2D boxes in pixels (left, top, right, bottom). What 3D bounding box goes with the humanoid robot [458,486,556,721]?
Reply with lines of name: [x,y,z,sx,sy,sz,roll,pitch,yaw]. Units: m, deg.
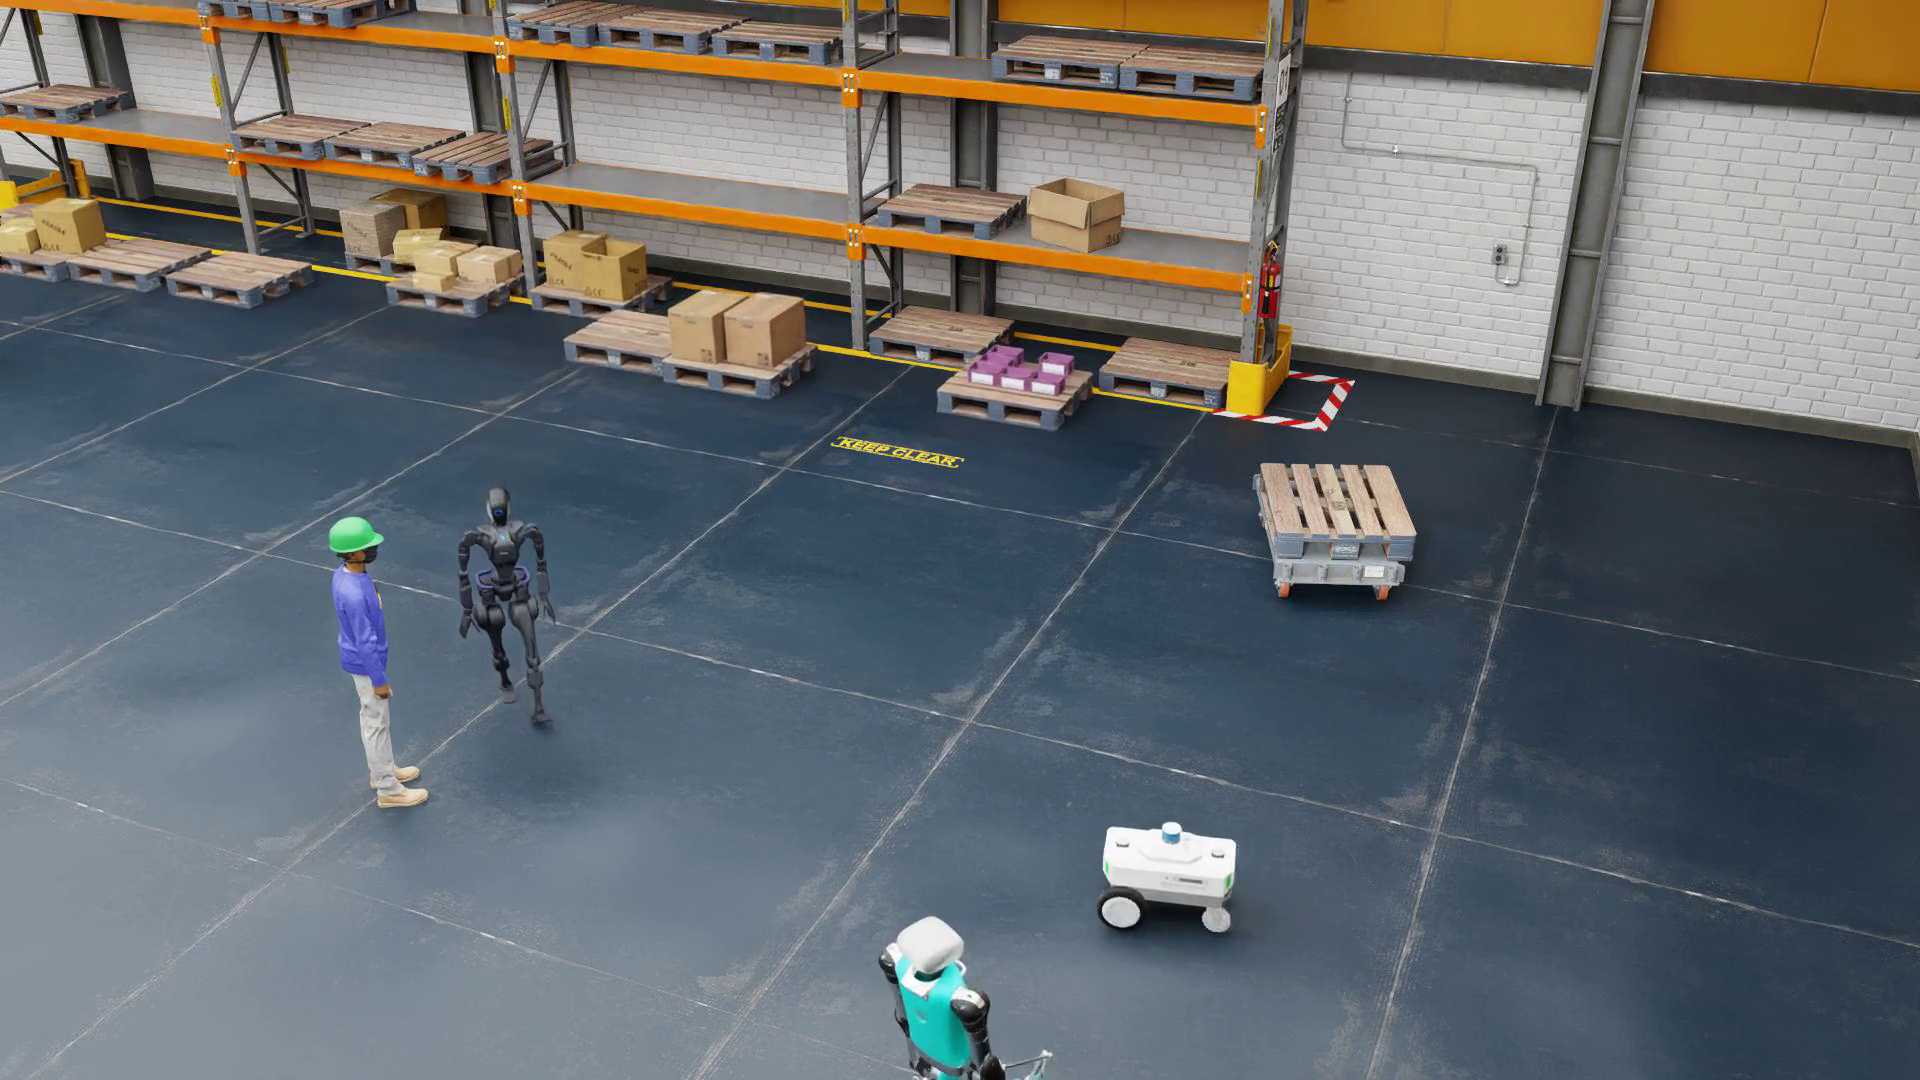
humanoid robot: [-2.900,0.416,10.618,0.608,1.623,0.752,-12,30,-22]

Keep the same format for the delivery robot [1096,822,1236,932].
delivery robot: [1.119,1.822,9.108,0.815,0.614,0.499,5,28,9]

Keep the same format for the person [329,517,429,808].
person: [-3.459,0.714,9.800,0.352,1.874,0.459,-11,29,-20]

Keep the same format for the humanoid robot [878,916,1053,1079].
humanoid robot: [0.084,2.214,7.034,0.533,1.738,0.915,23,35,37]
